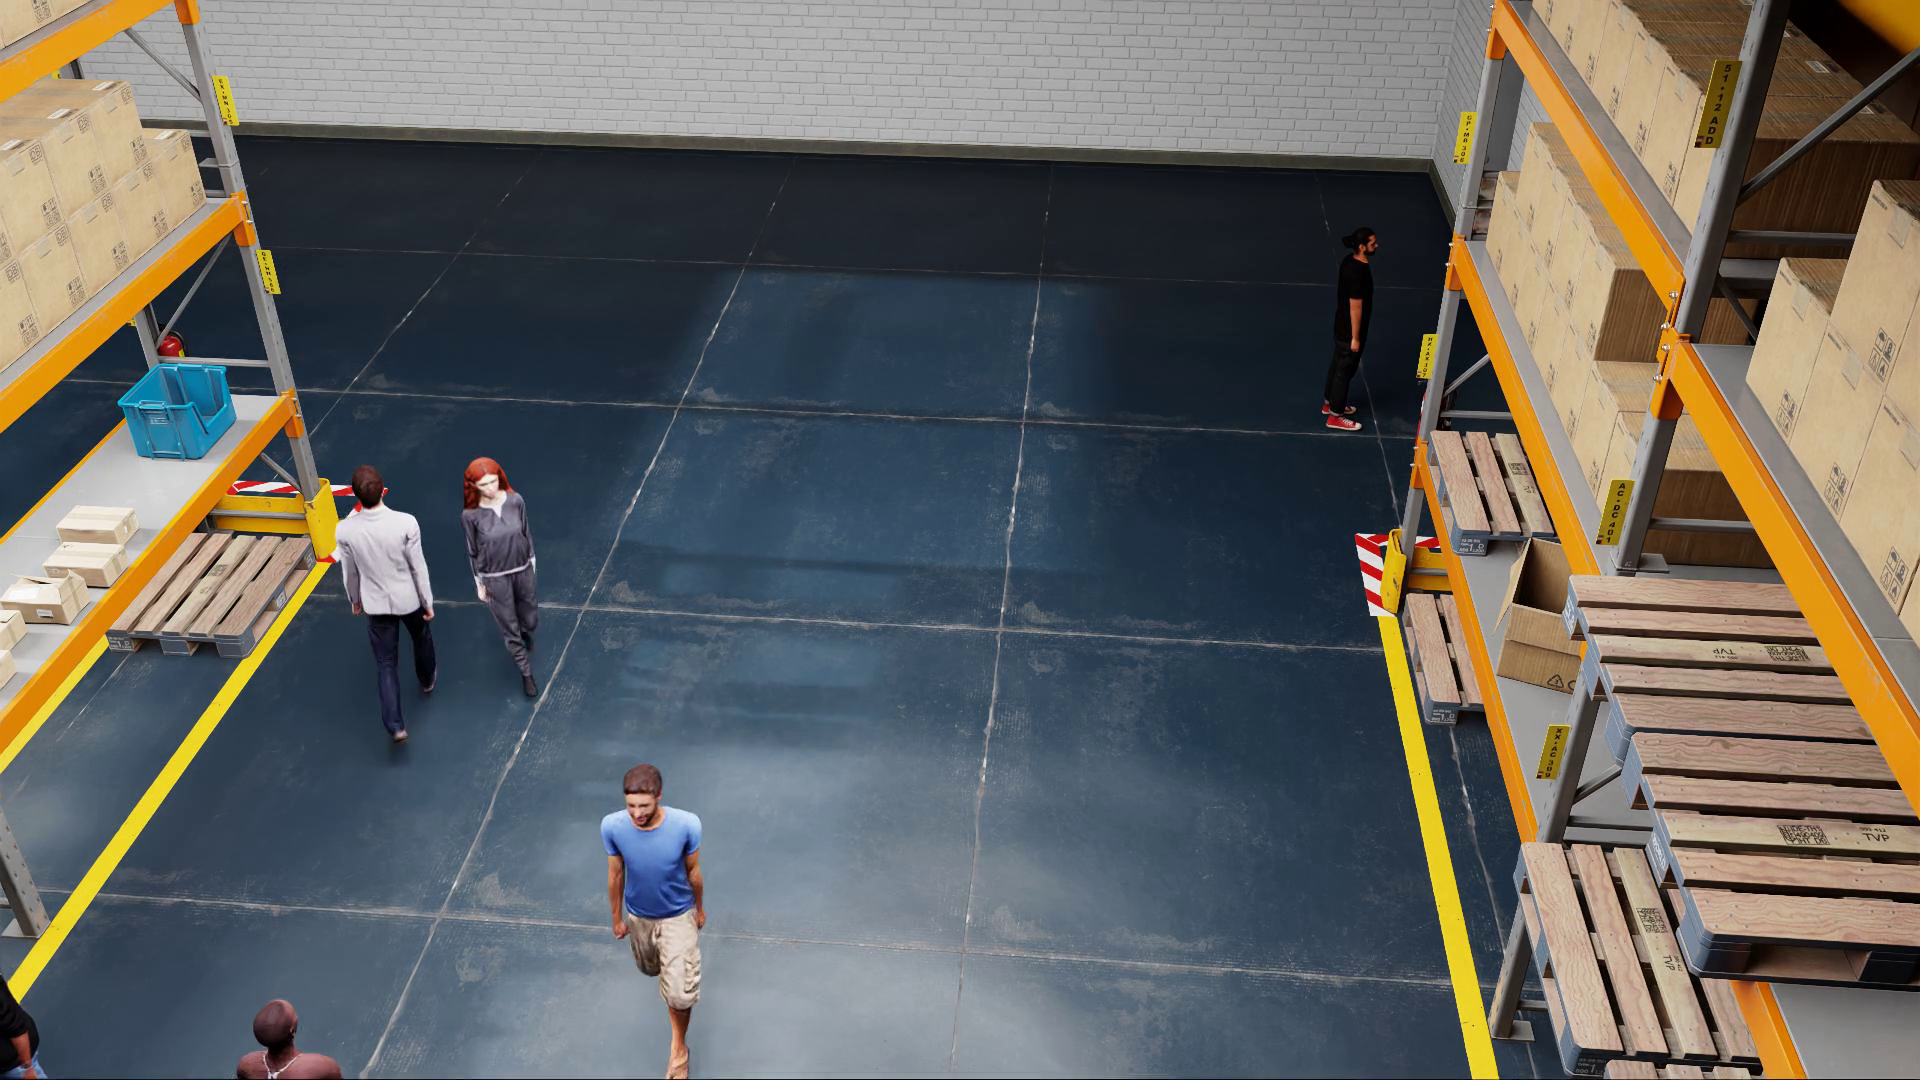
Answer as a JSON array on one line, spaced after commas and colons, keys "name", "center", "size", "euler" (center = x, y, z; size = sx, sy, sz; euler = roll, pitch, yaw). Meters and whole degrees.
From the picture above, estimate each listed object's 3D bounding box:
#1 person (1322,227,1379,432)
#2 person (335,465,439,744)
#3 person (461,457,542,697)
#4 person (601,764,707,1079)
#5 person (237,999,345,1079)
[{"name": "person", "center": [3.229, -1.764, 13.771], "size": [0.685, 1.759, 0.507], "euler": [1, 34, 2]}, {"name": "person", "center": [-3.559, 0.436, 10.413], "size": [0.945, 1.811, 1.284], "euler": [-8, 35, -12]}, {"name": "person", "center": [-2.988, 0.199, 10.813], "size": [0.810, 1.762, 0.903], "euler": [-19, 38, -26]}, {"name": "person", "center": [-1.487, 1.796, 8.348], "size": [0.679, 1.833, 1.159], "euler": [1, 34, 1]}, {"name": "person", "center": [-2.770, 2.706, 7.078], "size": [0.604, 1.722, 1.154], "euler": [3, 34, 5]}]
